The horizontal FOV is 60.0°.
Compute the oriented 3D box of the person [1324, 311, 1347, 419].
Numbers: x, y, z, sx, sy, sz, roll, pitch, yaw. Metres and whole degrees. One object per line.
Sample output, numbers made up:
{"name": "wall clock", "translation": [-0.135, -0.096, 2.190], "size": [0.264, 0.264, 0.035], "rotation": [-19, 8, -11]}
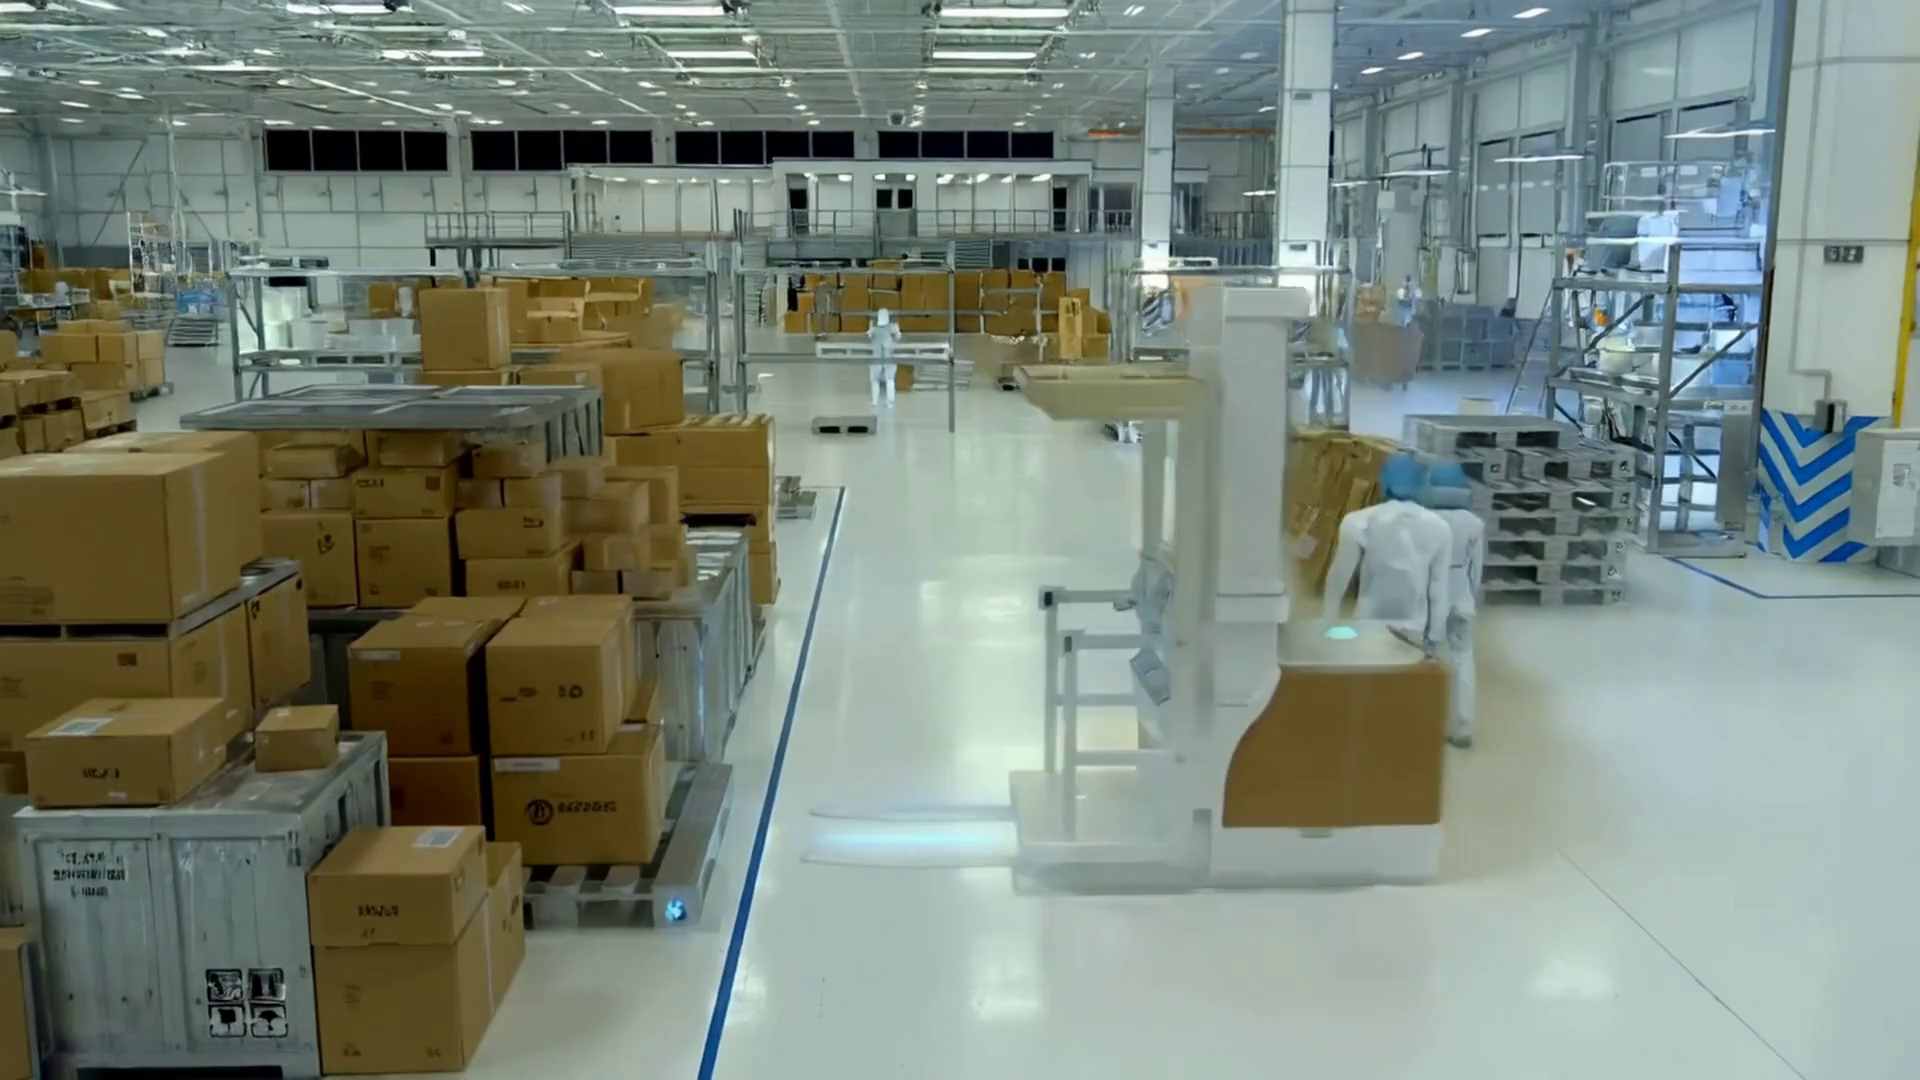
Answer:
{"name": "person", "translation": [6.354, -3.035, 28.747], "size": [0.591, 1.851, 0.861], "rotation": [-9, 13, -41]}

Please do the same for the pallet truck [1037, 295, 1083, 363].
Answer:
{"name": "pallet truck", "translation": [2.483, -3.881, 33.060], "size": [1.885, 1.965, 0.823], "rotation": [-7, 13, -36]}

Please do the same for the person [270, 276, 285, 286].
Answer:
{"name": "person", "translation": [-26.405, -9.453, 64.489], "size": [0.575, 1.862, 0.728], "rotation": [0, 10, -1]}

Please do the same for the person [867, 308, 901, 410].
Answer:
{"name": "person", "translation": [-1.387, -3.280, 30.149], "size": [0.620, 1.845, 0.430], "rotation": [1, 10, 6]}

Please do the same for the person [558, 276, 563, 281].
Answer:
{"name": "person", "translation": [-14.999, -9.122, 62.517], "size": [0.593, 1.902, 0.557], "rotation": [-7, 12, -35]}

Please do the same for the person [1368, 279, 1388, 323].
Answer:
{"name": "person", "translation": [13.911, -7.767, 55.315], "size": [0.979, 1.794, 0.612], "rotation": [-10, 14, -43]}

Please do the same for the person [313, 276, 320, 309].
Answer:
{"name": "person", "translation": [-25.268, -9.573, 65.447], "size": [0.342, 1.759, 0.523], "rotation": [-6, 12, -29]}

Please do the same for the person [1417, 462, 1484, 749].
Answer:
{"name": "person", "translation": [2.922, 0.369, 10.186], "size": [0.512, 1.696, 0.874], "rotation": [-3, 11, -15]}

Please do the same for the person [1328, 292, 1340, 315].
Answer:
{"name": "person", "translation": [11.086, -6.596, 49.141], "size": [0.868, 1.658, 0.541], "rotation": [-2, 10, -11]}

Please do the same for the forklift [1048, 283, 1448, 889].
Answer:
{"name": "forklift", "translation": [1.333, 0.165, 8.059], "size": [1.873, 2.768, 1.129], "rotation": [0, 10, -2]}

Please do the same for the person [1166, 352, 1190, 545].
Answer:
{"name": "person", "translation": [2.264, -0.903, 16.633], "size": [0.630, 1.940, 0.372], "rotation": [3, 11, 16]}

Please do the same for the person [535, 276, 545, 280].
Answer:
{"name": "person", "translation": [-15.532, -9.084, 61.923], "size": [0.538, 2.000, 0.683], "rotation": [-7, 12, -32]}

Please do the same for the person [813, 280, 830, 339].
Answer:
{"name": "person", "translation": [-4.325, -7.205, 51.991], "size": [0.536, 1.851, 0.662], "rotation": [-2, 10, -11]}

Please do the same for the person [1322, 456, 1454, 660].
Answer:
{"name": "person", "translation": [2.366, 0.491, 9.051], "size": [0.652, 1.882, 0.992], "rotation": [-3, 11, -15]}

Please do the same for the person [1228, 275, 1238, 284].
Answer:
{"name": "person", "translation": [10.153, -8.956, 61.553], "size": [0.852, 1.924, 0.602], "rotation": [-7, 12, -33]}

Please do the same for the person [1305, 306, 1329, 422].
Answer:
{"name": "person", "translation": [6.054, -2.970, 28.200], "size": [0.393, 1.968, 0.780], "rotation": [6, 12, 30]}

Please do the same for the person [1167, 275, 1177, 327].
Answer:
{"name": "person", "translation": [7.539, -8.606, 59.414], "size": [0.403, 1.986, 0.613], "rotation": [2, 10, 9]}

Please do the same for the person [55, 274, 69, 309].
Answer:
{"name": "person", "translation": [-33.538, -9.030, 62.209], "size": [0.528, 1.842, 0.876], "rotation": [2, 10, 14]}

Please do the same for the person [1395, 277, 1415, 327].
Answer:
{"name": "person", "translation": [14.117, -7.365, 52.759], "size": [0.570, 1.896, 0.934], "rotation": [3, 10, 14]}

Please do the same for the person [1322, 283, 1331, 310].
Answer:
{"name": "person", "translation": [11.722, -7.273, 52.650], "size": [0.531, 1.745, 0.644], "rotation": [9, 13, 41]}

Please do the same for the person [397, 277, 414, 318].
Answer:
{"name": "person", "translation": [-17.729, -7.416, 52.961], "size": [0.582, 1.914, 0.649], "rotation": [7, 12, 33]}

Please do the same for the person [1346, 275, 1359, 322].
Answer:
{"name": "person", "translation": [13.236, -7.977, 56.139], "size": [0.476, 1.901, 0.575], "rotation": [2, 10, 9]}
